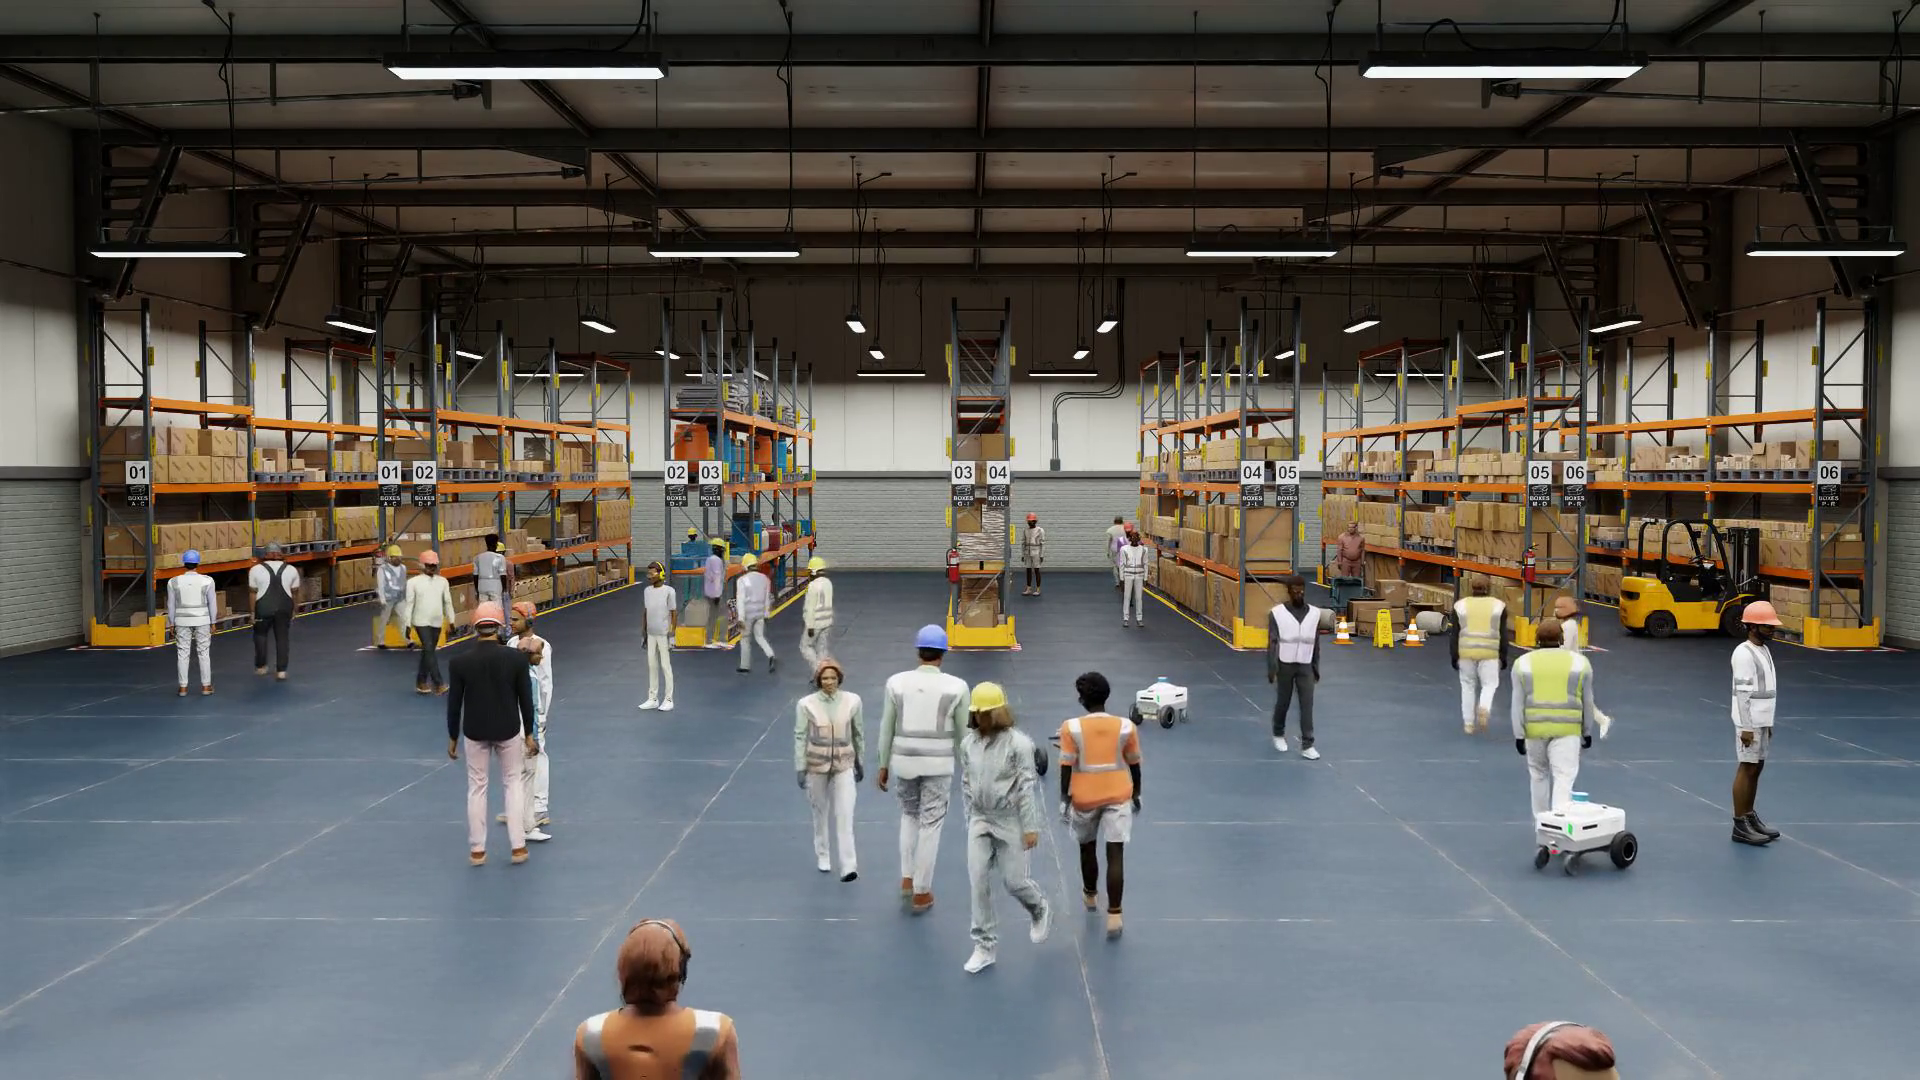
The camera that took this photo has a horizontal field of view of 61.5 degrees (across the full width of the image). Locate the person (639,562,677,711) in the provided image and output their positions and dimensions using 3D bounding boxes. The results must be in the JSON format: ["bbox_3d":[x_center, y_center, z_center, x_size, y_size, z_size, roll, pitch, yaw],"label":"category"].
[{"bbox_3d":[-3.790,1.201,20.288,0.535,1.868,0.309,1,3,29],"label":"person"}]

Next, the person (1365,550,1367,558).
[{"bbox_3d":[11.314,0.367,44.301,0.529,1.610,0.490,-1,2,-21],"label":"person"}]

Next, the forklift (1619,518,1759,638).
[{"bbox_3d":[13.417,0.684,29.791,2.313,2.155,1.214,0,2,0],"label":"forklift"}]

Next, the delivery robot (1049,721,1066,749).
[{"bbox_3d":[1.057,1.877,15.701,0.335,0.223,0.698,-1,2,-15],"label":"delivery robot"}]

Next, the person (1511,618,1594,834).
[{"bbox_3d":[4.728,1.530,12.899,0.621,1.808,0.914,1,2,24],"label":"person"}]

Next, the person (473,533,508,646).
[{"bbox_3d":[-8.028,0.861,27.648,0.613,1.962,0.364,1,2,14],"label":"person"}]

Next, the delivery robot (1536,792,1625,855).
[{"bbox_3d":[4.674,2.146,12.158,0.707,0.478,0.477,-1,3,-33],"label":"delivery robot"}]

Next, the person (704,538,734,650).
[{"bbox_3d":[-4.064,0.914,27.331,0.635,1.880,0.664,-1,3,-26],"label":"person"}]

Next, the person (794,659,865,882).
[{"bbox_3d":[-0.947,1.673,11.765,0.539,1.586,0.855,0,2,-12],"label":"person"}]

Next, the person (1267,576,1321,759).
[{"bbox_3d":[3.532,1.318,17.074,0.605,1.894,0.807,0,2,-11],"label":"person"}]

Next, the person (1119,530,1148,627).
[{"bbox_3d":[3.394,0.748,31.517,0.575,1.883,0.355,0,2,-2],"label":"person"}]

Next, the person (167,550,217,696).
[{"bbox_3d":[-10.286,1.108,21.645,0.605,1.948,0.389,-1,2,-22],"label":"person"}]

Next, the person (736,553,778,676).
[{"bbox_3d":[-3.009,1.092,23.722,0.683,1.816,0.601,2,3,43],"label":"person"}]

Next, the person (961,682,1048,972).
[{"bbox_3d":[0.273,1.689,9.745,0.505,1.722,0.637,1,3,30],"label":"person"}]

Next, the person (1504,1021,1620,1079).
[{"bbox_3d":[1.139,1.865,3.067,0.643,1.911,0.411,-1,3,-26],"label":"person"}]

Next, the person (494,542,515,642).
[{"bbox_3d":[-8.157,0.921,28.611,0.533,1.767,0.321,1,2,14],"label":"person"}]

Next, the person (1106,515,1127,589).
[{"bbox_3d":[4.149,0.306,42.253,0.662,1.910,0.832,0,2,4],"label":"person"}]

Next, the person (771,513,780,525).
[{"bbox_3d":[-5.432,0.135,47.251,0.313,1.861,0.510,0,2,-6],"label":"person"}]

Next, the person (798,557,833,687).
[{"bbox_3d":[-1.989,1.142,22.411,0.437,1.813,0.615,1,2,22],"label":"person"}]

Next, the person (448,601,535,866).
[{"bbox_3d":[-3.554,1.458,12.271,0.629,1.991,0.399,-1,2,-13],"label":"person"}]

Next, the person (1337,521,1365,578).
[{"bbox_3d":[9.005,0.516,37.120,0.642,1.905,0.399,0,2,0],"label":"person"}]

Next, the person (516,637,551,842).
[{"bbox_3d":[-3.509,1.601,13.076,0.315,1.637,0.514,-1,3,-27],"label":"person"}]

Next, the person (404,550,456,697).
[{"bbox_3d":[-7.053,1.112,21.603,1.008,1.937,0.642,2,3,40],"label":"person"}]

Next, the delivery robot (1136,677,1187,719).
[{"bbox_3d":[2.392,1.869,19.123,0.477,0.478,0.707,2,3,37],"label":"delivery robot"}]

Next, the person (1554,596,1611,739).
[{"bbox_3d":[6.810,1.425,17.860,0.661,1.604,0.509,1,2,22],"label":"person"}]

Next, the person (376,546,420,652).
[{"bbox_3d":[-9.413,0.986,26.864,0.979,1.773,0.607,2,3,35],"label":"person"}]

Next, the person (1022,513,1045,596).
[{"bbox_3d":[1.764,0.352,39.510,0.614,2.041,0.393,2,3,33],"label":"person"}]

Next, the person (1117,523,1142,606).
[{"bbox_3d":[3.810,0.562,36.096,0.556,1.884,0.951,0,2,-3],"label":"person"}]

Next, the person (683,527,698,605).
[{"bbox_3d":[-6.072,0.598,36.724,0.526,1.769,0.329,0,2,-2],"label":"person"}]

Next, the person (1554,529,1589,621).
[{"bbox_3d":[11.677,0.752,30.859,0.657,1.924,0.493,0,2,1],"label":"person"}]

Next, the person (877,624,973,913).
[{"bbox_3d":[-0.215,1.539,11.058,0.646,1.921,0.606,1,2,17],"label":"person"}]

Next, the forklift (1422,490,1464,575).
[{"bbox_3d":[13.926,-0.371,47.846,1.873,2.768,1.129,0,2,0],"label":"forklift"}]

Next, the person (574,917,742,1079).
[{"bbox_3d":[-0.898,1.937,4.746,0.526,1.620,0.577,0,2,8],"label":"person"}]

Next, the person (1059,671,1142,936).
[{"bbox_3d":[0.920,1.689,10.608,0.555,1.641,0.872,0,2,1],"label":"person"}]

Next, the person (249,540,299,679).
[{"bbox_3d":[-10.054,1.007,23.578,0.700,2.000,0.816,-2,3,-35],"label":"person"}]

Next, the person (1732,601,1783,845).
[{"bbox_3d":[6.423,1.456,13.006,0.356,1.936,0.551,2,3,41],"label":"person"}]

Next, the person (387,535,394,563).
[{"bbox_3d":[-12.583,0.696,35.931,0.497,1.633,0.288,1,2,24],"label":"person"}]

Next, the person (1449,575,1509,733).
[{"bbox_3d":[5.865,1.305,18.266,0.650,1.818,0.673,1,2,19],"label":"person"}]

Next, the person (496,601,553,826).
[{"bbox_3d":[-3.673,1.458,13.635,0.578,1.883,0.353,2,3,40],"label":"person"}]
